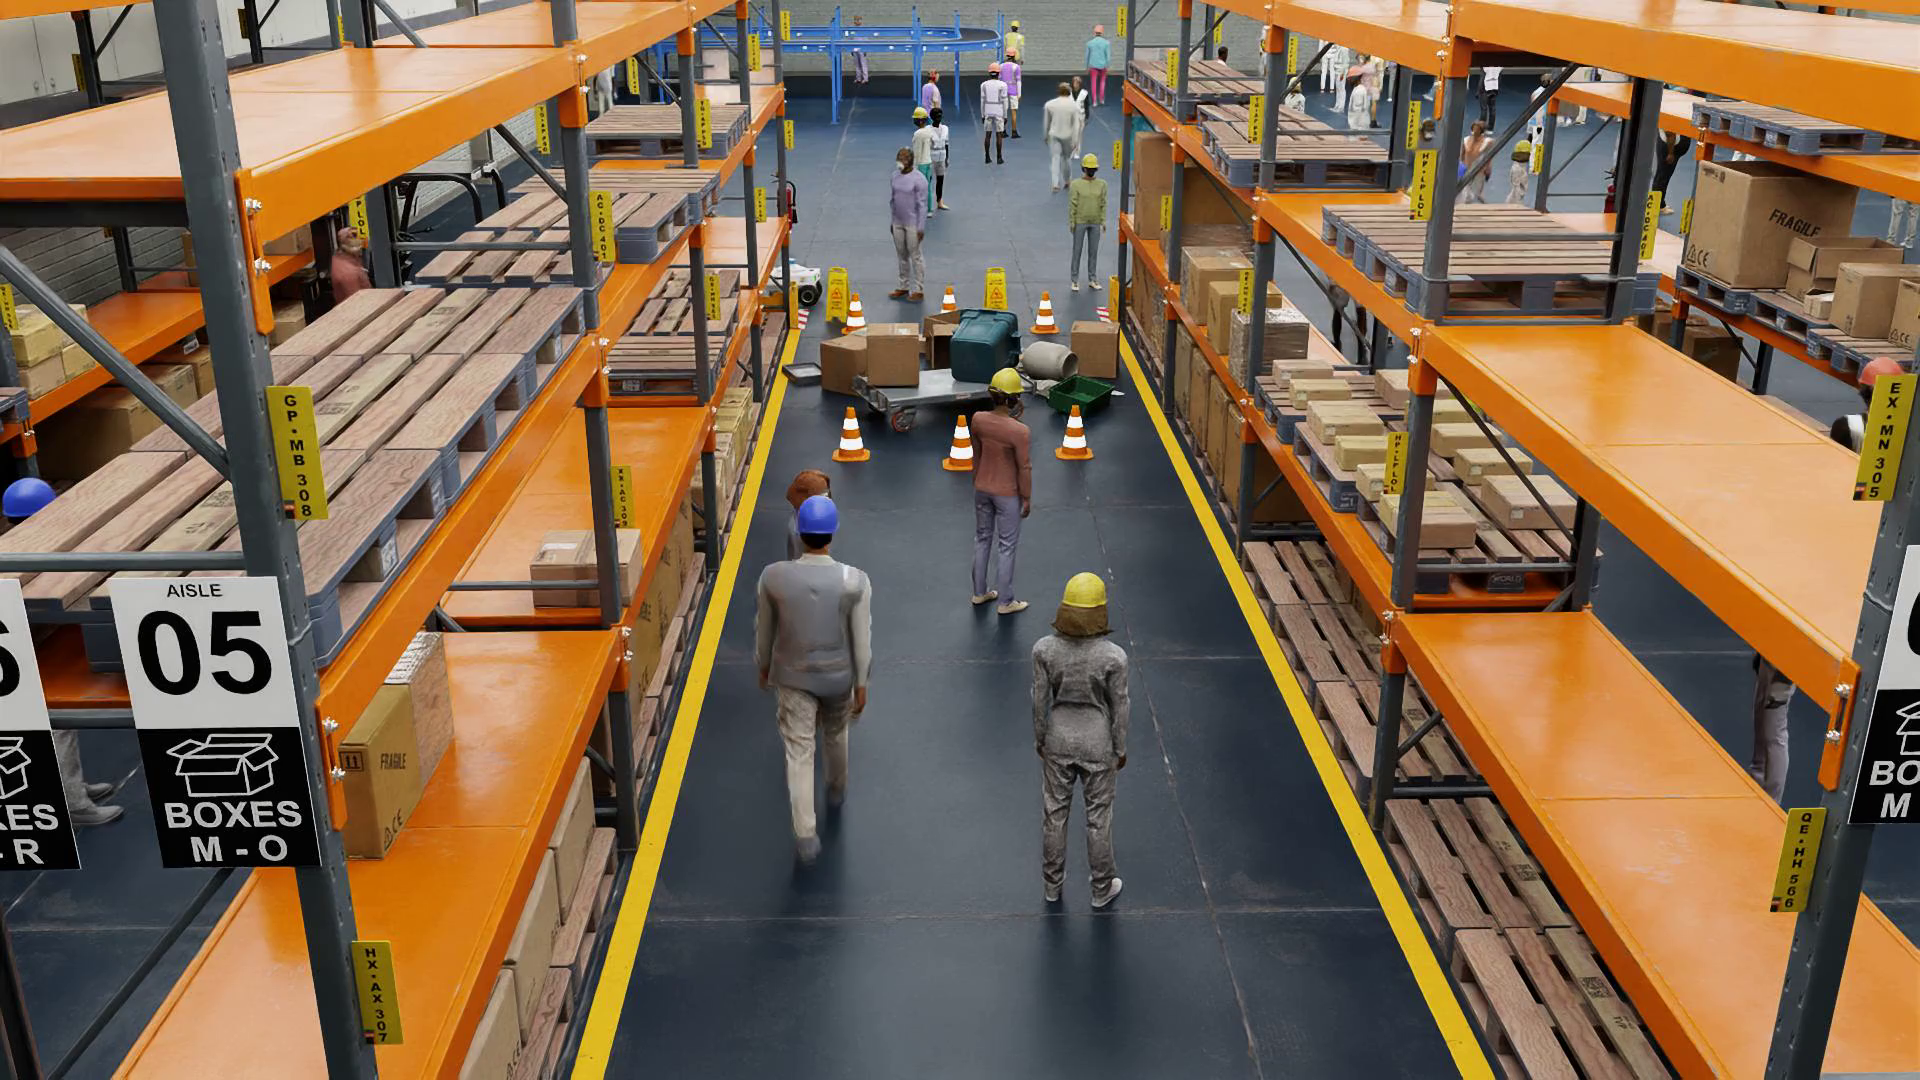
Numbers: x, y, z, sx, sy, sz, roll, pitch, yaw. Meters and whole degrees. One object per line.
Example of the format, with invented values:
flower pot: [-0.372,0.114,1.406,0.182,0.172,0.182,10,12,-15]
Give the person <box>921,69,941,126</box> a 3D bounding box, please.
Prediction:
person: [-0.552,-8.182,32.251,0.390,1.847,0.566,-11,23,-27]

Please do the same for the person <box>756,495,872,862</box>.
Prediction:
person: [-0.768,0.691,8.736,0.617,1.900,0.990,-1,21,-2]

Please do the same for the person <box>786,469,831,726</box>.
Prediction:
person: [-0.900,0.343,10.032,0.279,1.621,0.508,3,21,9]

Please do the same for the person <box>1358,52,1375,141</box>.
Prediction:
person: [8.672,-9.532,35.692,0.373,1.940,0.629,2,21,5]

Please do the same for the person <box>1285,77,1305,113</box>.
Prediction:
person: [6.329,-7.930,31.724,0.285,1.746,0.487,-17,26,-37]

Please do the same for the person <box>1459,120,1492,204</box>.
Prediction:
person: [8.178,-5.838,26.371,0.523,1.624,0.544,17,26,37]

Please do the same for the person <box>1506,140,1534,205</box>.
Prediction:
person: [7.725,-4.657,23.074,0.289,1.746,0.487,7,22,18]

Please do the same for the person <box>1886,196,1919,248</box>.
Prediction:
person: [13.914,-5.166,24.437,0.486,1.738,0.320,1,21,2]

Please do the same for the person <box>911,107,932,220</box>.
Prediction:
person: [-0.626,-6.027,26.667,0.311,1.768,0.532,8,22,20]

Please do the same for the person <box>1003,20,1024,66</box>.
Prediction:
person: [1.430,-13.142,45.272,0.627,1.913,0.407,5,21,12]

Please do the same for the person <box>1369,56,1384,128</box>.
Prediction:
person: [9.474,-10.418,38.035,0.361,1.938,0.545,-13,24,-30]

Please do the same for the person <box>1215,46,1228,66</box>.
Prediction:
person: [5.710,-9.927,36.786,0.409,1.908,0.597,-5,21,-14]

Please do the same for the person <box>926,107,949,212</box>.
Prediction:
person: [-0.409,-6.279,27.444,0.532,1.690,0.322,-14,25,-33]

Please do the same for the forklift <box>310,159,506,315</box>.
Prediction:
forklift: [-5.622,-2.910,17.832,2.313,2.155,1.214,-1,21,-1]

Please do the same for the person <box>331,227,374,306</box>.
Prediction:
person: [-5.858,-2.123,16.203,0.400,1.880,0.677,-9,22,-22]

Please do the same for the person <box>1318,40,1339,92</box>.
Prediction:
person: [10.102,-13.226,45.533,0.572,1.883,0.354,4,21,10]

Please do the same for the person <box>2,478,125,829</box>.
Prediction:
person: [-4.847,0.599,8.898,0.406,1.947,0.606,-12,24,-29]

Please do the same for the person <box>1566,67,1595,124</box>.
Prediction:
person: [14.460,-10.667,38.721,0.590,1.916,0.386,2,21,6]

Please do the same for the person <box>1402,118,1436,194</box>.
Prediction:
person: [6.721,-5.179,24.252,0.645,1.885,0.970,1,21,2]

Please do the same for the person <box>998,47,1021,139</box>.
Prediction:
person: [1.100,-9.748,36.264,0.547,1.938,0.359,11,23,26]

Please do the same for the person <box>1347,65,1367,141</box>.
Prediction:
person: [7.320,-7.744,30.834,0.418,2.043,0.630,6,21,14]

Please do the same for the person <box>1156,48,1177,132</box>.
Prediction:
person: [4.526,-9.586,35.816,0.602,1.956,0.616,15,25,34]

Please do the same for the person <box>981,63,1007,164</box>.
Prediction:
person: [0.674,-8.353,32.594,0.543,1.929,0.385,7,22,17]

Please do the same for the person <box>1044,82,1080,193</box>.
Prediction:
person: [1.794,-7.090,29.318,0.646,1.893,1.015,4,21,10]

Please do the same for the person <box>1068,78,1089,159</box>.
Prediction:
person: [2.293,-8.349,33.025,0.544,1.592,0.836,3,21,7]

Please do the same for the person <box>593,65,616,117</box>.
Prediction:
person: [-7.862,-9.900,36.772,0.506,1.863,0.331,0,21,0]

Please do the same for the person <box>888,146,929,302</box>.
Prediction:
person: [-0.661,-4.004,21.080,0.356,1.937,0.633,-19,28,-40]

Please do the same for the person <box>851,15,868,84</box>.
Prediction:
person: [-2.902,-14.074,47.761,0.402,1.901,0.647,-19,28,-41]

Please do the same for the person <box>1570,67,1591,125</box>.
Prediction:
person: [14.481,-10.492,38.668,0.287,1.623,0.506,16,26,37]

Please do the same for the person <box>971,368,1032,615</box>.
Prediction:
person: [0.296,-0.345,11.662,0.518,1.757,0.337,16,26,37]

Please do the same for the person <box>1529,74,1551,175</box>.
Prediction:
person: [10.965,-7.826,31.314,0.429,1.846,0.627,10,23,26]

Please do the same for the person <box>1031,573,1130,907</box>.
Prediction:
person: [0.595,0.985,8.177,0.484,1.735,0.311,6,22,16]

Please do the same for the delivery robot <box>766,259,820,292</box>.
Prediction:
delivery robot: [-2.140,-3.312,21.044,0.707,0.478,0.477,0,21,1]

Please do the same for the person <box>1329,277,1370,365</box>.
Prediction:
person: [4.247,-2.796,17.943,0.555,1.898,0.917,0,21,-1]

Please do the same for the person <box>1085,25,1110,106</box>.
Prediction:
person: [3.540,-12.149,42.569,0.647,1.960,0.905,3,21,9]

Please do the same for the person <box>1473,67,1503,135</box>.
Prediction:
person: [11.721,-9.966,36.875,0.587,1.913,0.391,-9,22,-22]

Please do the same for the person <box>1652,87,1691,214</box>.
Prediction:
person: [11.660,-6.386,27.233,0.536,2.000,0.688,5,21,13]

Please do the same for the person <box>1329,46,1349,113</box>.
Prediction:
person: [9.347,-11.507,40.899,0.405,1.945,0.615,0,21,0]

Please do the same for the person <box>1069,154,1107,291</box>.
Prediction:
person: [1.667,-4.136,21.668,0.524,1.769,0.309,-6,22,-17]
